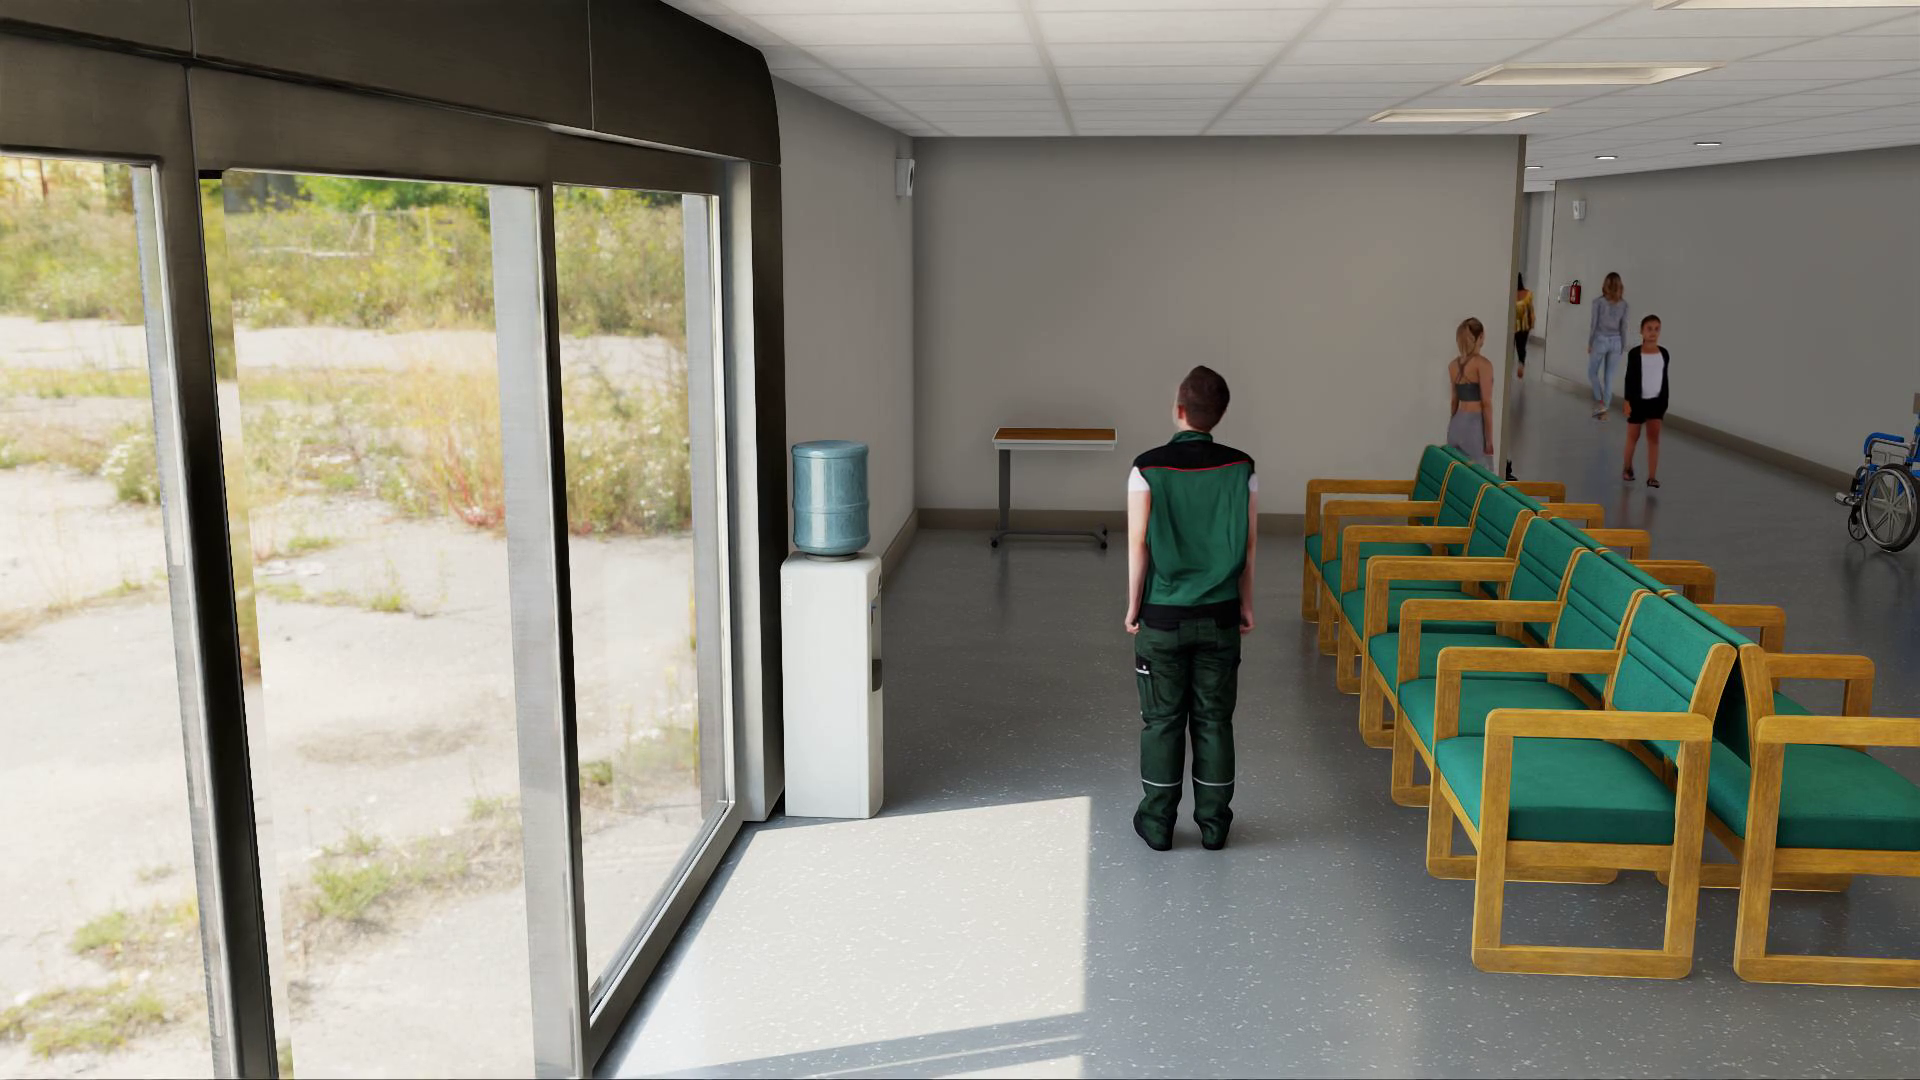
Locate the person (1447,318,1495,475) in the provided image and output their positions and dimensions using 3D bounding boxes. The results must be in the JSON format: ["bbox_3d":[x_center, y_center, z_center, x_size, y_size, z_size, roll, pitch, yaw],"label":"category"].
[{"bbox_3d":[3.536,-0.709,11.763,0.877,1.691,0.787,-5,12,-23],"label":"person"}]

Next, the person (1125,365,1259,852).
[{"bbox_3d":[0.858,0.257,6.262,0.567,1.843,0.734,-1,11,-3],"label":"person"}]

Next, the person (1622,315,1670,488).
[{"bbox_3d":[6.168,-1.241,15.031,1.021,1.516,0.682,2,11,10],"label":"person"}]

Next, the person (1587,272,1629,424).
[{"bbox_3d":[7.718,-2.281,19.793,0.508,1.785,0.653,1,11,5],"label":"person"}]
